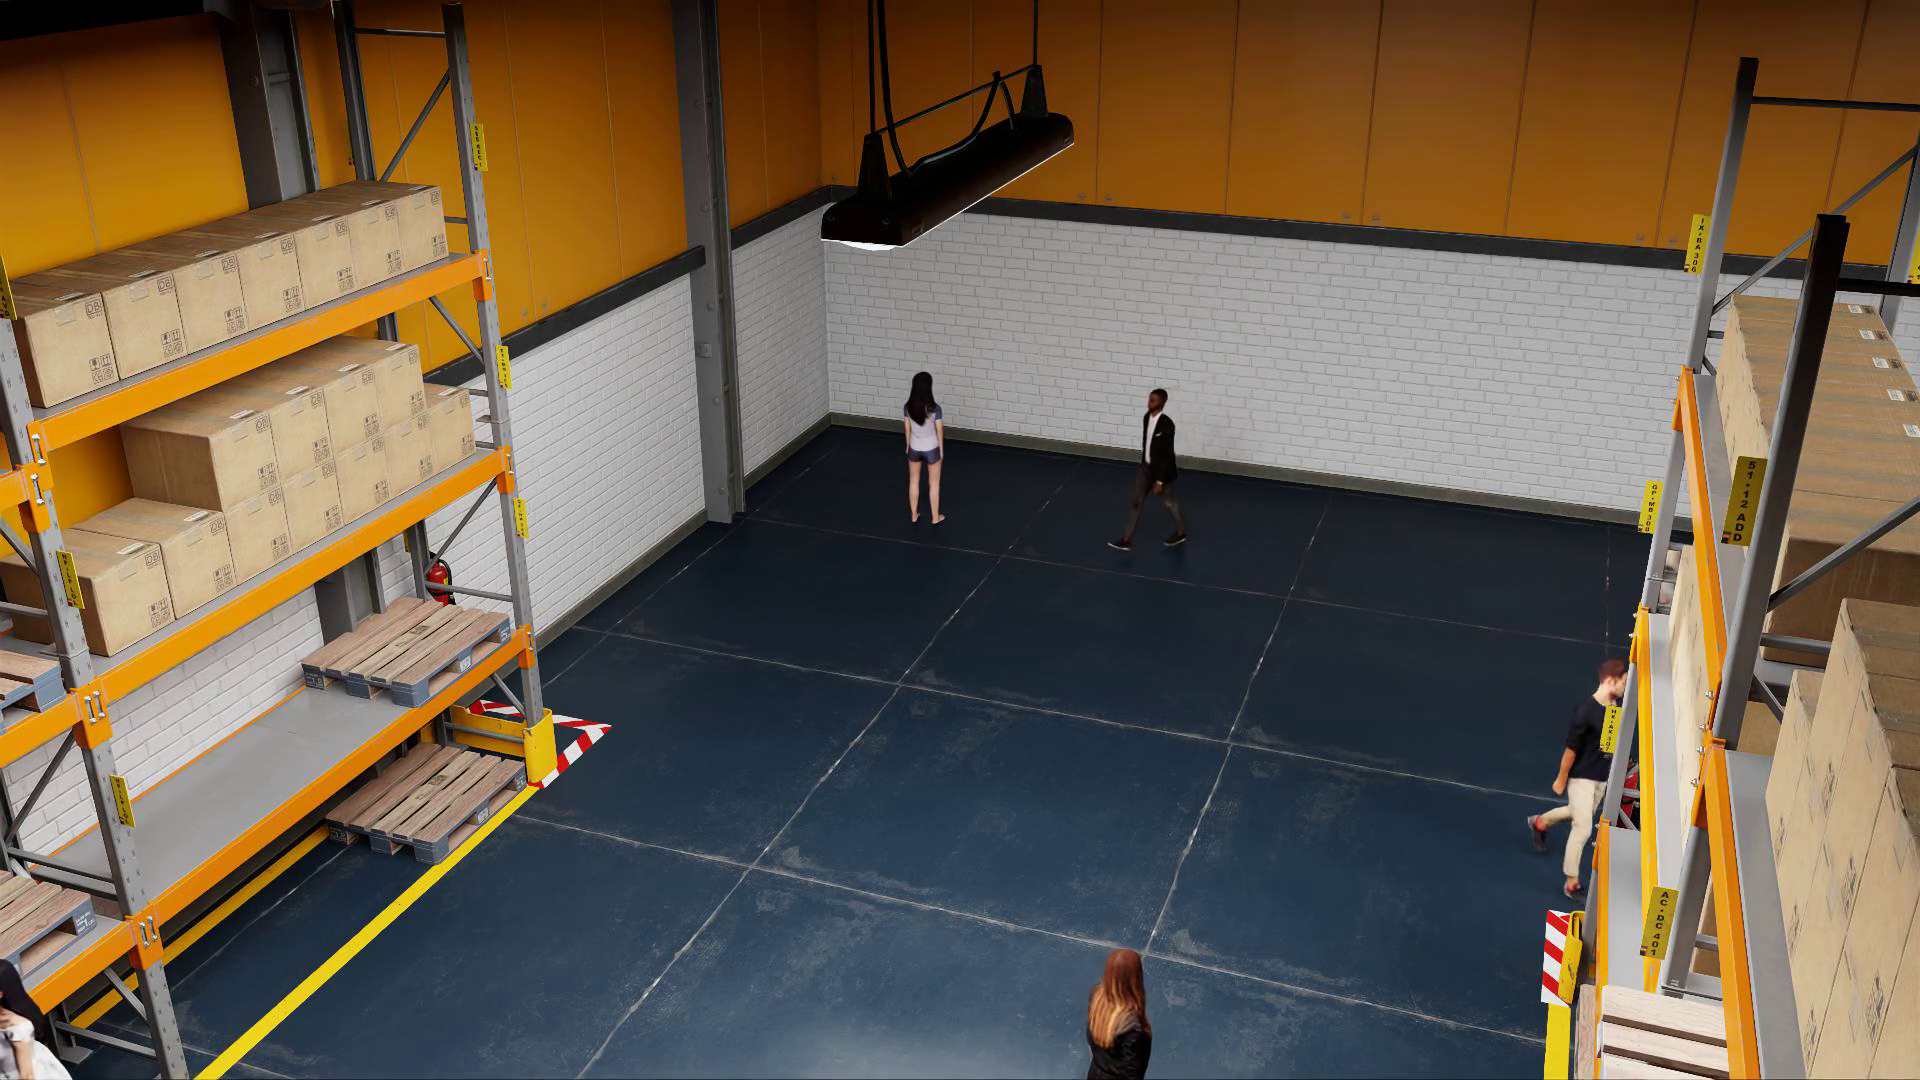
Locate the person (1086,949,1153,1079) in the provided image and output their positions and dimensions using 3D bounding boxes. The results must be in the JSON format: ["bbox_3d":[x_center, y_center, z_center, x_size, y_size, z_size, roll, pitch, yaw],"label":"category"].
[{"bbox_3d":[0.825,2.949,9.039,0.741,1.710,0.690,-12,26,-25],"label":"person"}]

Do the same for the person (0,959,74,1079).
[{"bbox_3d":[-4.951,2.978,8.900,0.812,1.769,0.782,-17,29,-33],"label":"person"}]

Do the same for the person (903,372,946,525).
[{"bbox_3d":[-0.396,-1.003,18.084,0.596,1.707,0.523,8,25,17],"label":"person"}]

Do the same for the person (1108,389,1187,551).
[{"bbox_3d":[2.130,-0.708,17.356,1.278,1.750,1.173,-13,27,-28],"label":"person"}]

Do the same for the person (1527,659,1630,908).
[{"bbox_3d":[4.441,1.642,11.891,1.110,1.821,1.107,-12,26,-25],"label":"person"}]
